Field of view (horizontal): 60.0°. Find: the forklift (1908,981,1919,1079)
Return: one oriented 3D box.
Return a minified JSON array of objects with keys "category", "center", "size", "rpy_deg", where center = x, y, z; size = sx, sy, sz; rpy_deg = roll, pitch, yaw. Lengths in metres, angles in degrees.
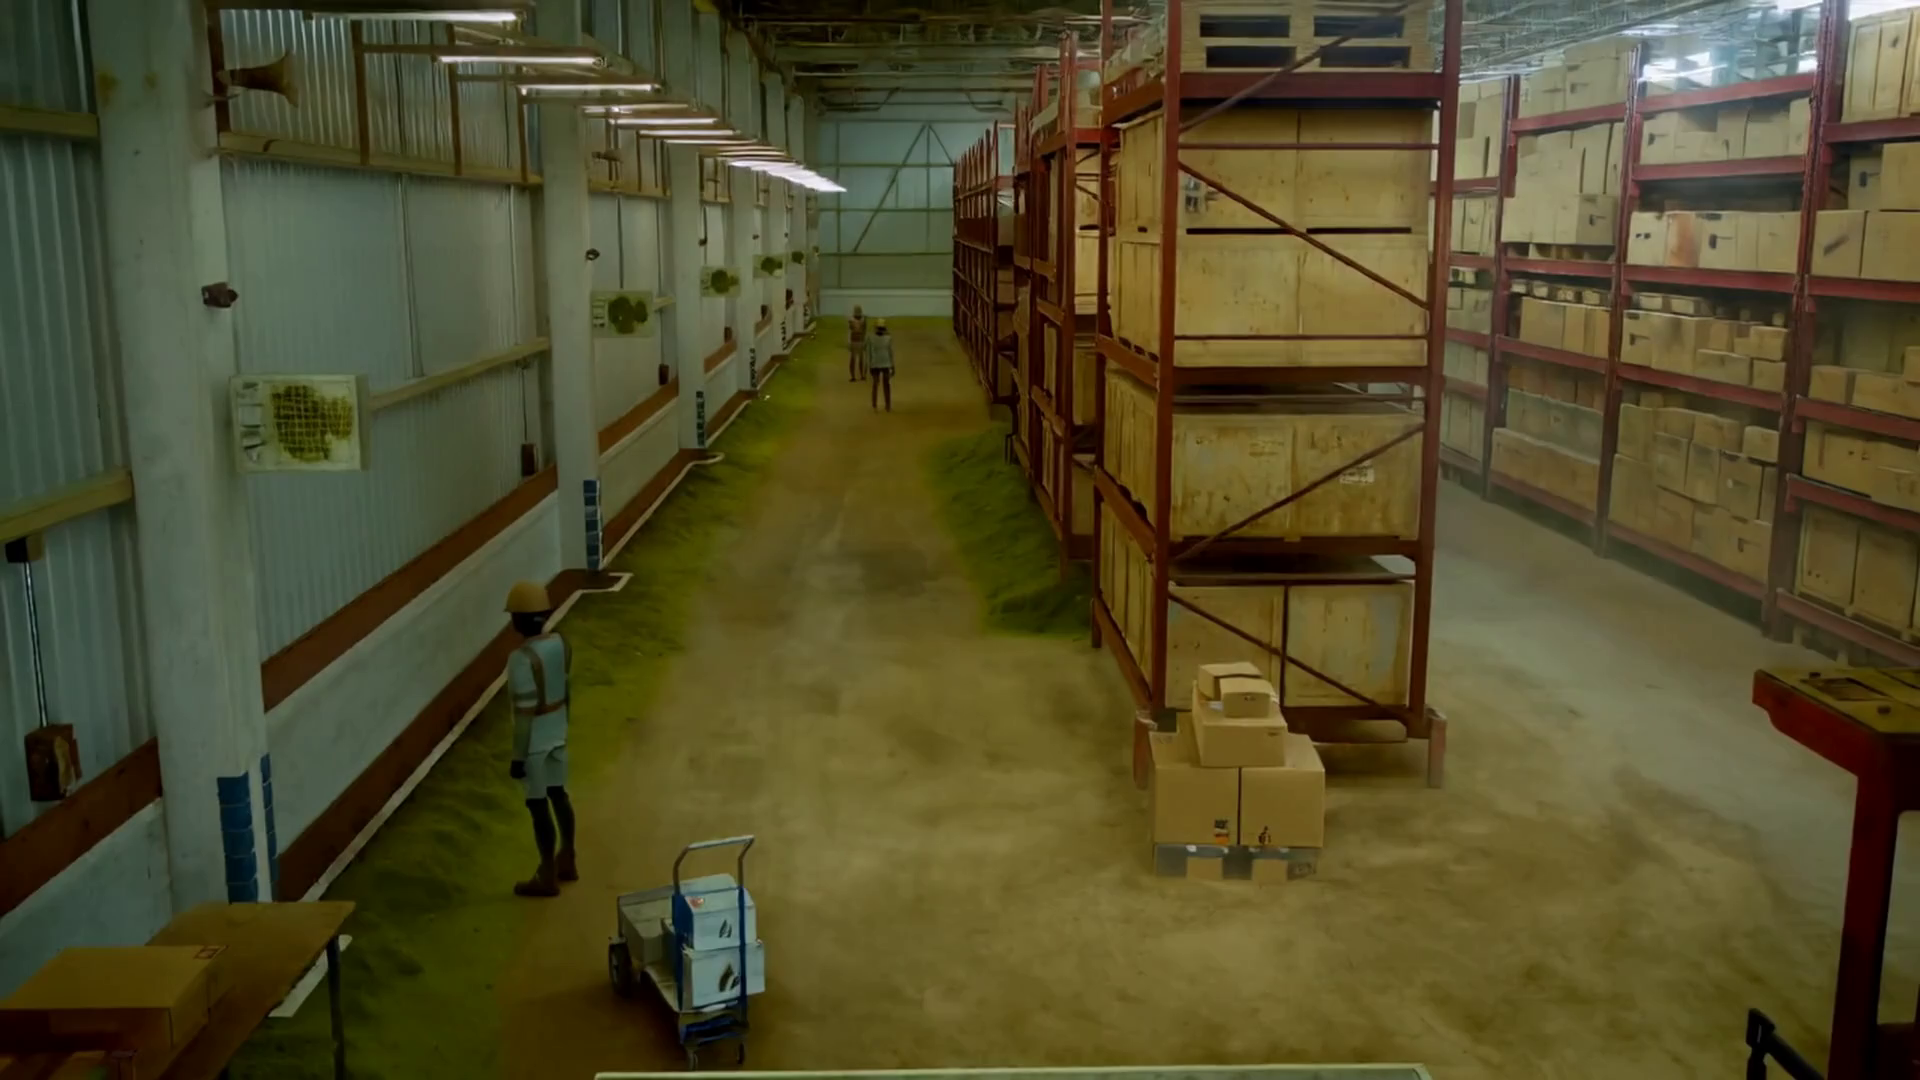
[{"category":"forklift","center":[3.157,1.766,4.662],"size":[1.129,2.768,1.873],"rpy_deg":[0,11,-2]}]

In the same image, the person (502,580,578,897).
[{"category":"person","center":[-2.570,1.198,10.079],"size":[0.372,1.934,0.551],"rpy_deg":[3,11,17]}]

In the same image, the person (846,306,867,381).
[{"category":"person","center":[-2.644,-5.033,42.575],"size":[0.596,1.910,0.383],"rpy_deg":[-6,13,-29]}]

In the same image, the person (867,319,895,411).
[{"category":"person","center":[-1.688,-3.751,35.704],"size":[0.617,1.986,0.406],"rpy_deg":[-3,11,-15]}]
